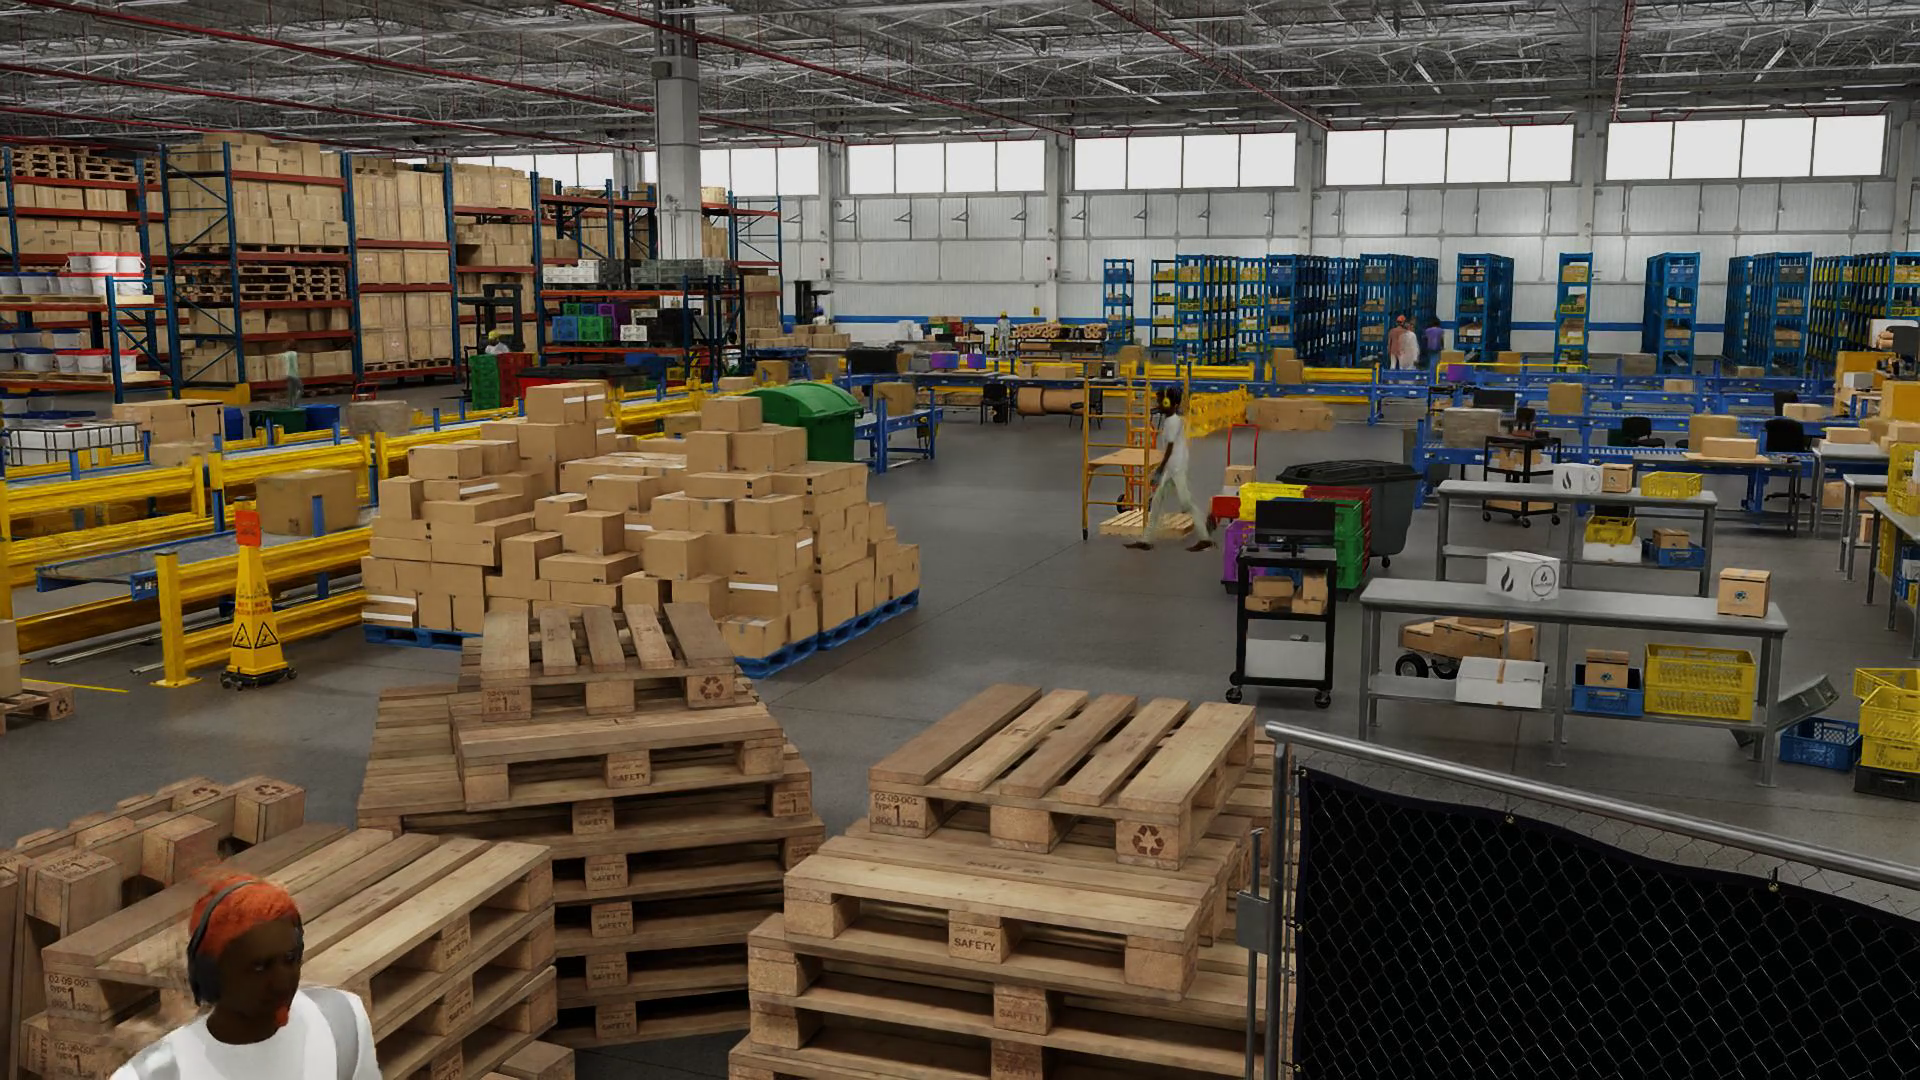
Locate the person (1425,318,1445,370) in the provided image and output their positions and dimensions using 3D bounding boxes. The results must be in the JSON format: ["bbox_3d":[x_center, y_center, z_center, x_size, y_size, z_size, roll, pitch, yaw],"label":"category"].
[{"bbox_3d":[13.726,-5.518,48.115,0.568,1.805,0.931,5,10,27],"label":"person"}]

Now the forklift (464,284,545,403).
[{"bbox_3d":[-10.832,-4.702,39.610,1.129,2.768,1.873,3,10,20],"label":"forklift"}]

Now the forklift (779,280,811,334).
[{"bbox_3d":[-6.332,-9.067,67.024,1.873,2.768,1.129,3,10,20],"label":"forklift"}]

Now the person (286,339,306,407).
[{"bbox_3d":[-14.738,-3.647,36.914,0.467,1.614,0.528,-8,12,-41],"label":"person"}]

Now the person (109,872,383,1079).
[{"bbox_3d":[-1.339,1.587,3.385,0.951,1.832,0.606,6,11,31],"label":"person"}]

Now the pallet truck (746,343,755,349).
[{"bbox_3d":[-6.183,-4.618,44.264,1.601,1.201,0.680,-9,12,-43],"label":"pallet truck"}]

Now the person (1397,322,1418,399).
[{"bbox_3d":[11.064,-4.427,41.067,0.424,1.875,0.738,-3,10,-18],"label":"person"}]

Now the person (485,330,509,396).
[{"bbox_3d":[-10.322,-3.759,37.011,0.627,1.819,0.425,4,10,22],"label":"person"}]

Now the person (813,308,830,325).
[{"bbox_3d":[-4.879,-7.187,58.301,0.625,1.902,0.990,-1,9,-9],"label":"person"}]

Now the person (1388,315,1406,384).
[{"bbox_3d":[11.574,-4.921,43.813,0.614,1.983,0.423,8,12,41],"label":"person"}]

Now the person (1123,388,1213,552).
[{"bbox_3d":[2.324,-0.752,18.196,0.998,1.809,0.486,-1,9,-5],"label":"person"}]

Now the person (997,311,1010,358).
[{"bbox_3d":[1.600,-7.523,60.925,0.480,1.732,0.350,-2,9,-12],"label":"person"}]

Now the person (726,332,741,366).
[{"bbox_3d":[-5.430,-4.173,40.051,0.324,1.689,0.546,-8,12,-39],"label":"person"}]

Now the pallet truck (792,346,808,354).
[{"bbox_3d":[-3.705,-4.298,42.022,0.653,1.274,1.630,3,10,20],"label":"pallet truck"}]

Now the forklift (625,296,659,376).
[{"bbox_3d":[-8.652,-6.031,47.961,1.873,2.768,1.129,3,10,20],"label":"forklift"}]
